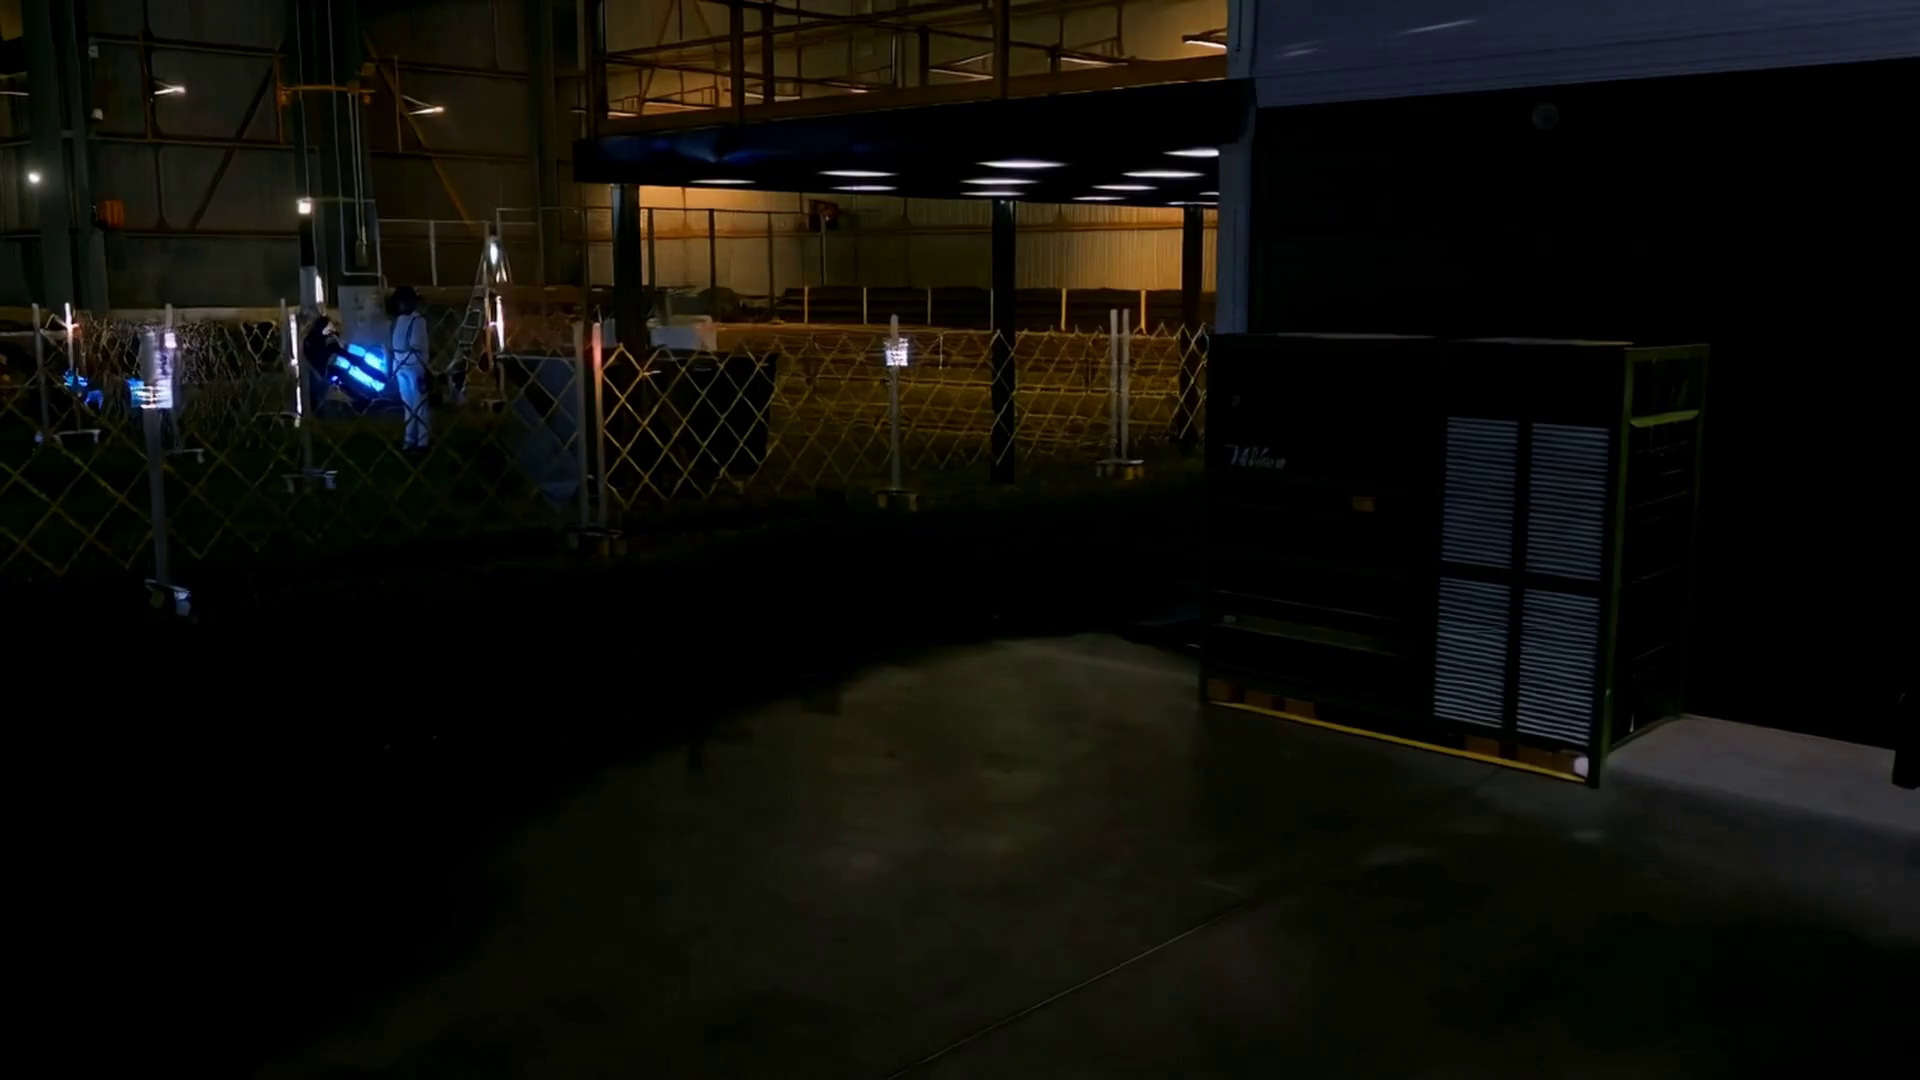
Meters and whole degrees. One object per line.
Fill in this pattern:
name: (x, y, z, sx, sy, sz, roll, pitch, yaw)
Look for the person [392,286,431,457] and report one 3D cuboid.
person: (-6.077, -1.858, 18.388, 0.573, 1.883, 0.356, 9, 13, 43)
